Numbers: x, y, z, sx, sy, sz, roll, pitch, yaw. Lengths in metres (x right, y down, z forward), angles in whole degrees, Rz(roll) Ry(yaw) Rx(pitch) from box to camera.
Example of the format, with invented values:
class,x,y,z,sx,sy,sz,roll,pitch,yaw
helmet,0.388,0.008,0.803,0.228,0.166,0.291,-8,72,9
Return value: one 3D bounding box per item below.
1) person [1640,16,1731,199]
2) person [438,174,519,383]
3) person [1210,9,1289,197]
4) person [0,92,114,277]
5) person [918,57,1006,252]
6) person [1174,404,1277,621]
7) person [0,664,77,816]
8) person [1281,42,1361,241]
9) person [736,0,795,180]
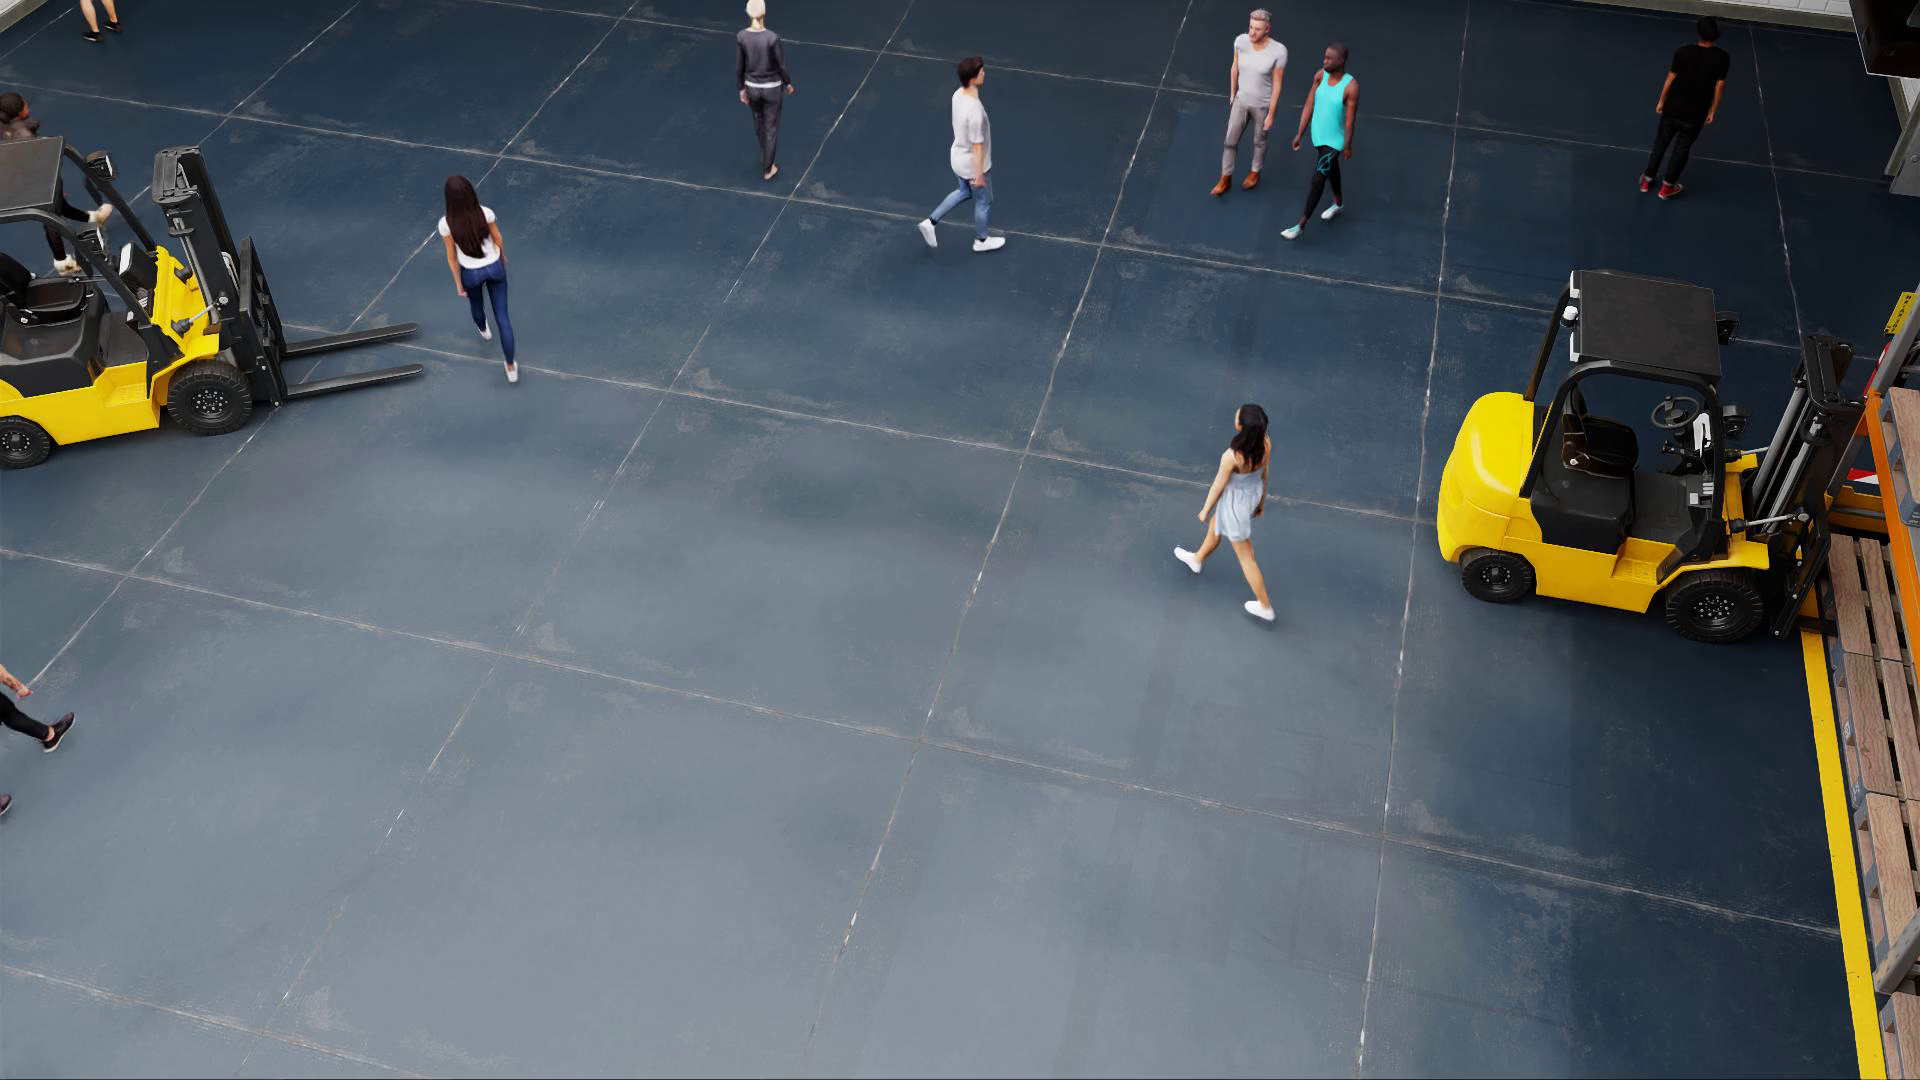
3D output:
class,x,y,z,sx,sy,sz,roll,pitch,yaw
person,6.619,-3.938,15.154,0.719,1.748,0.671,31,52,29
person,-3.747,-2.029,13.167,1.023,1.725,1.187,-14,45,-14
person,2.757,-4.052,15.236,0.835,1.800,0.951,21,48,21
person,-7.806,-3.163,14.430,1.139,1.624,0.789,11,45,11
person,0.016,-3.280,14.376,1.074,1.870,1.077,-14,45,-14
person,1.935,-0.160,11.235,1.158,1.683,1.092,-30,51,-27
person,-5.984,0.965,9.957,0.739,1.818,1.190,13,45,13
person,3.344,-3.585,14.770,1.207,1.768,1.065,-28,50,-27
person,-1.844,-4.150,15.412,0.611,1.699,0.858,11,45,12
